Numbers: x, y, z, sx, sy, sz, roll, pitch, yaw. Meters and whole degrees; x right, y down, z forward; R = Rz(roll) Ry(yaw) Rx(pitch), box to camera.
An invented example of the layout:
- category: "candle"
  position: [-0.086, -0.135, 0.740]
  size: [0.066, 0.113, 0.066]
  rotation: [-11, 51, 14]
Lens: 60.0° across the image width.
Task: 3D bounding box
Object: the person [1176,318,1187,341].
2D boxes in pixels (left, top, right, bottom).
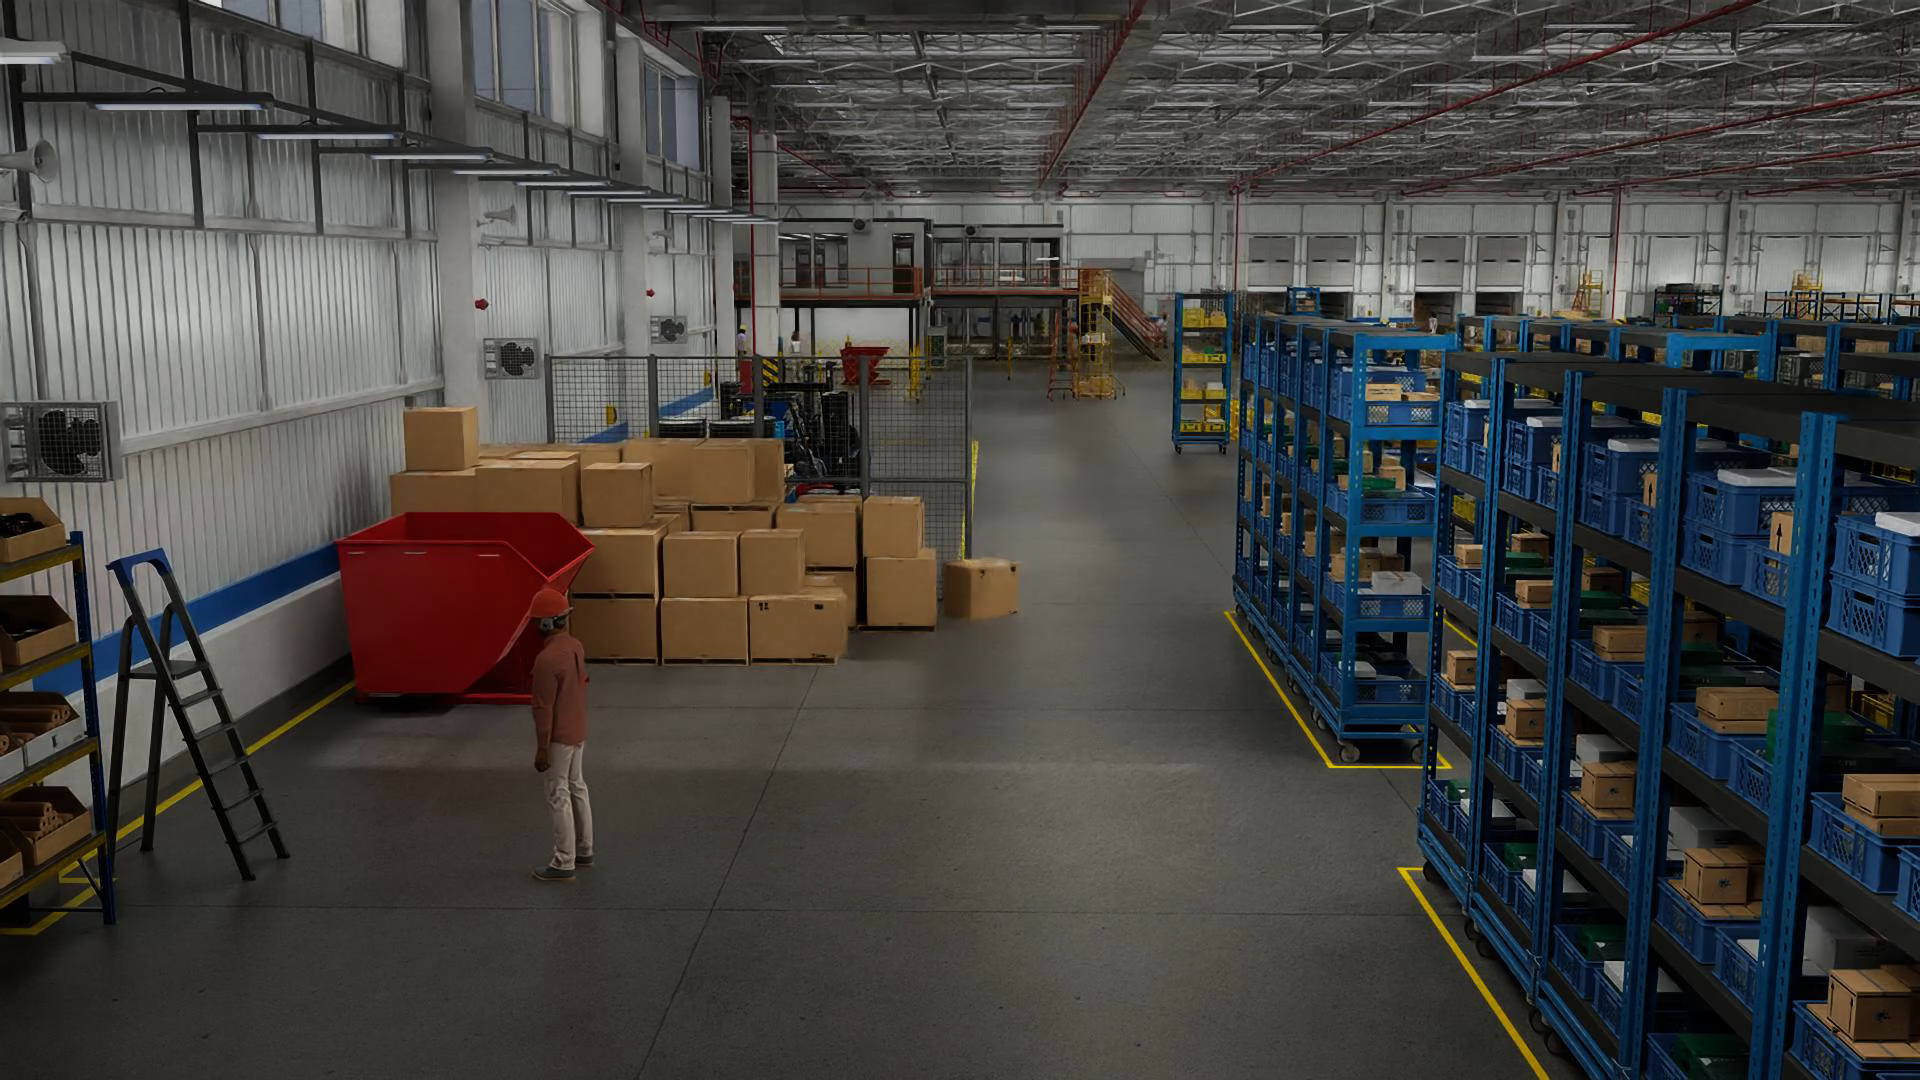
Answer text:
- category: "person"
  position: [12.737, -12.359, 95.560]
  size: [0.628, 1.981, 0.646]
  rotation: [4, 10, 23]

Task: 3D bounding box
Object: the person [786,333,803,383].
- category: "person"
  position: [-5.958, -6.505, 59.831]
  size: [0.572, 1.866, 0.428]
  rotation: [-6, 11, -34]

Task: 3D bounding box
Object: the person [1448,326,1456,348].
- category: "person"
  position: [19.576, -7.587, 66.425]
  size: [1.007, 1.882, 0.653]
  rotation: [4, 10, 25]

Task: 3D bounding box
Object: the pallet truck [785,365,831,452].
- category: "pallet truck"
  position: [-3.774, -2.976, 37.635]
  size: [1.885, 1.965, 0.823]
  rotation: [1, 9, 5]

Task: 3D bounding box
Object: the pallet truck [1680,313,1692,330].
- category: "pallet truck"
  position: [36.315, -10.531, 84.244]
  size: [0.823, 1.965, 1.885]
  rotation: [-6, 11, -33]

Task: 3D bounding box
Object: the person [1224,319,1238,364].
- category: "person"
  position: [11.792, -8.655, 72.699]
  size: [0.936, 1.977, 0.716]
  rotation: [-4, 10, -22]

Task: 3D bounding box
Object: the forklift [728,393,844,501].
- category: "forklift"
  position: [-2.979, -1.316, 26.476]
  size: [2.680, 1.987, 1.157]
  rotation: [0, 9, 1]

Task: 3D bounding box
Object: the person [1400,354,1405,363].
- category: "person"
  position: [11.962, -4.101, 44.971]
  size: [0.513, 1.872, 0.328]
  rotation: [-5, 10, -27]

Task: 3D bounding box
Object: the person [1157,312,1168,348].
- category: "person"
  position: [10.754, -11.108, 88.060]
  size: [0.560, 1.916, 0.725]
  rotation: [-5, 10, -28]

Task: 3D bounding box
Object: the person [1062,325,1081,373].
- category: "person"
  position: [4.511, -7.663, 66.826]
  size: [0.665, 1.912, 0.543]
  rotation: [-3, 10, -15]

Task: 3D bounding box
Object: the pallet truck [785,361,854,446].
- category: "pallet truck"
  position: [-3.410, -3.193, 38.978]
  size: [1.885, 1.965, 0.823]
  rotation: [0, 9, -1]

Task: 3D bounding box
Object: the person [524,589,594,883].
- category: "person"
  position: [-2.721, 1.312, 11.241]
  size: [0.400, 1.987, 0.608]
  rotation: [1, 9, 8]

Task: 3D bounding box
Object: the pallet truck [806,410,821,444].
- category: "pallet truck"
  position: [-3.559, -2.018, 33.905]
  size: [1.522, 1.261, 0.704]
  rotation: [0, 9, -1]

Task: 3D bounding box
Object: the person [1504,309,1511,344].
- category: "person"
  position: [29.756, -11.515, 90.316]
  size: [0.391, 1.995, 0.613]
  rotation: [-2, 9, -12]

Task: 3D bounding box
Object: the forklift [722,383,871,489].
- category: "forklift"
  position: [-2.893, -1.687, 28.729]
  size: [2.680, 1.987, 1.157]
  rotation: [0, 9, -1]

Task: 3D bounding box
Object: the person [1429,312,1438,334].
- category: "person"
  position: [25.736, -11.454, 90.419]
  size: [0.429, 1.844, 0.627]
  rotation: [8, 12, 40]

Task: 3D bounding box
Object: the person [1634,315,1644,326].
- category: "person"
  position: [34.523, -10.512, 84.587]
  size: [0.555, 1.850, 0.494]
  rotation: [-8, 12, -41]

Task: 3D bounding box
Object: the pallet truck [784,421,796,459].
- category: "pallet truck"
  position: [-4.013, -1.793, 32.705]
  size: [1.601, 1.201, 0.680]
  rotation: [0, 9, 1]

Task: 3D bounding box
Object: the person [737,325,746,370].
- category: "person"
  position: [-8.720, -7.648, 66.680]
  size: [0.369, 1.925, 0.586]
  rotation: [-6, 11, -31]

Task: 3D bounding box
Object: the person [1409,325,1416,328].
- category: "person"
  position: [17.298, -7.229, 63.741]
  size: [0.538, 2.000, 0.690]
  rotation: [0, 9, 0]

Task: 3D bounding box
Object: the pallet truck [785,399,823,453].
- category: "pallet truck"
  position: [-3.814, -2.432, 36.419]
  size: [1.630, 1.274, 0.653]
  rotation: [0, 9, 1]
